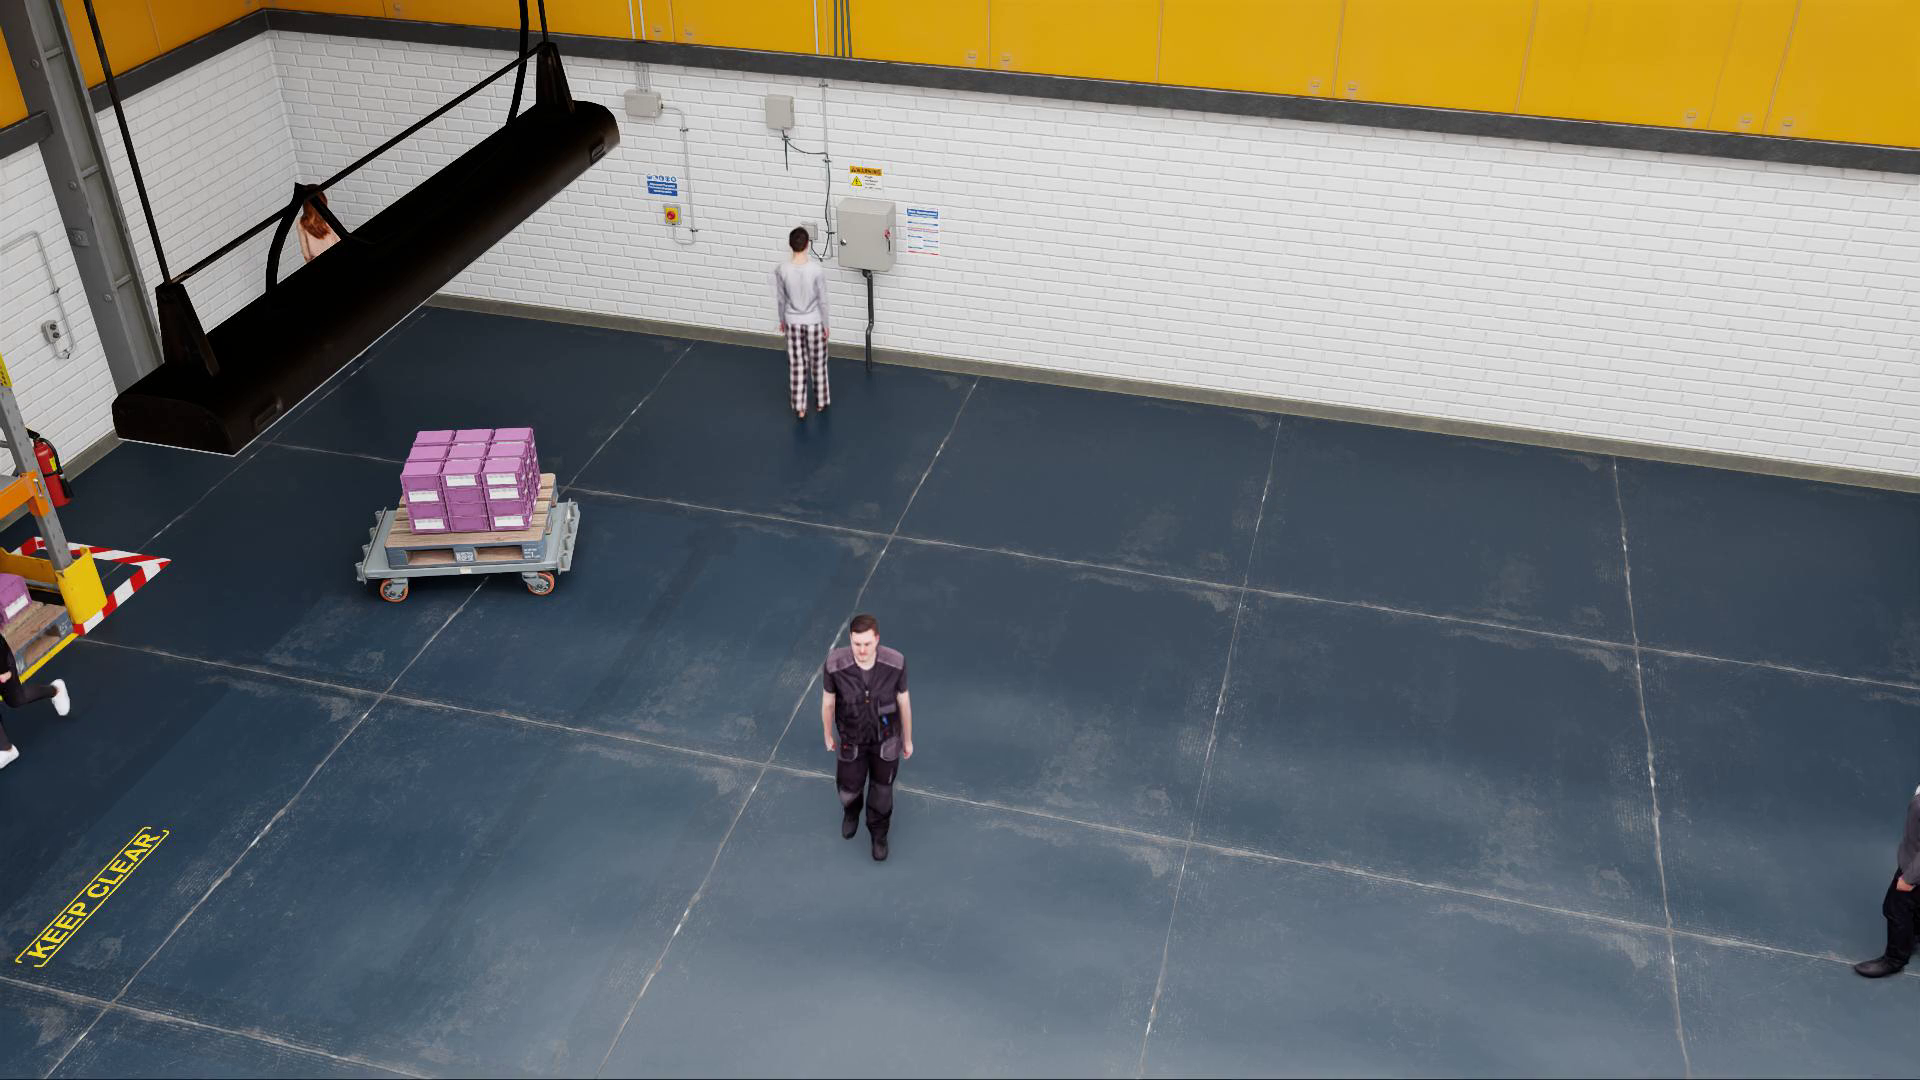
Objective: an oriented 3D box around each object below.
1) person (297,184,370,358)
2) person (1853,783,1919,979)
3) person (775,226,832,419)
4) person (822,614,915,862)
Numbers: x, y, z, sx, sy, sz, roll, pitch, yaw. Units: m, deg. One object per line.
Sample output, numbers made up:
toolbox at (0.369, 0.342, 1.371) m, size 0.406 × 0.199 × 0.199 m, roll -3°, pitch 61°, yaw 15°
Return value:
person at (-6.171, -2.625, 16.285) m, size 0.653 × 1.792 × 0.632 m, roll -3°, pitch 34°, yaw -4°
person at (5.629, 1.800, 9.618) m, size 1.037 × 1.803 × 0.715 m, roll 28°, pitch 43°, yaw 35°
person at (-1.436, -1.979, 15.264) m, size 0.685 × 1.848 × 0.733 m, roll 3°, pitch 34°, yaw 5°
person at (-0.572, 1.186, 10.512) m, size 0.821 × 1.837 × 0.818 m, roll -2°, pitch 34°, yaw -3°
